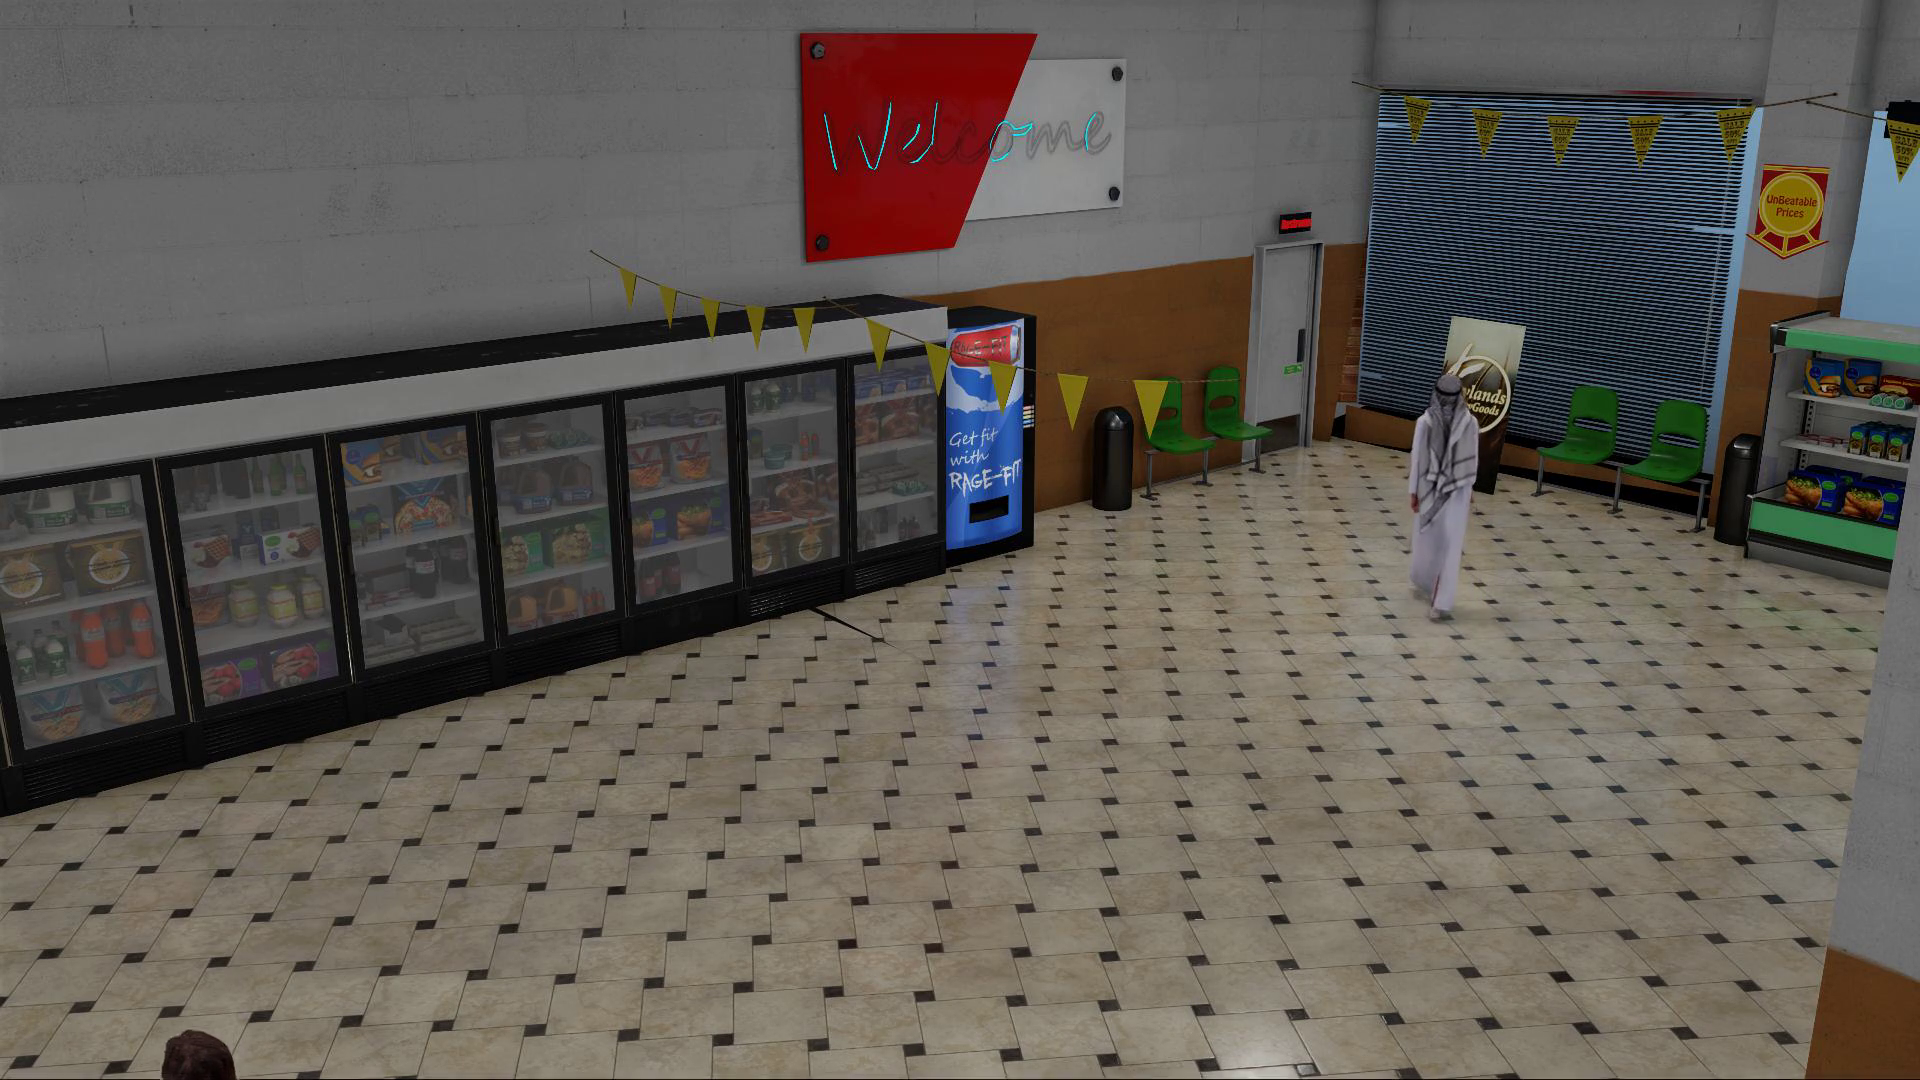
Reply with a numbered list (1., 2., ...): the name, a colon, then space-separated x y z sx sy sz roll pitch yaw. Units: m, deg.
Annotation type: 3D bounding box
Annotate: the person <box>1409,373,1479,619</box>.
1. person: 3.783 -0.311 12.994 1.218 1.883 1.169 5 17 15
